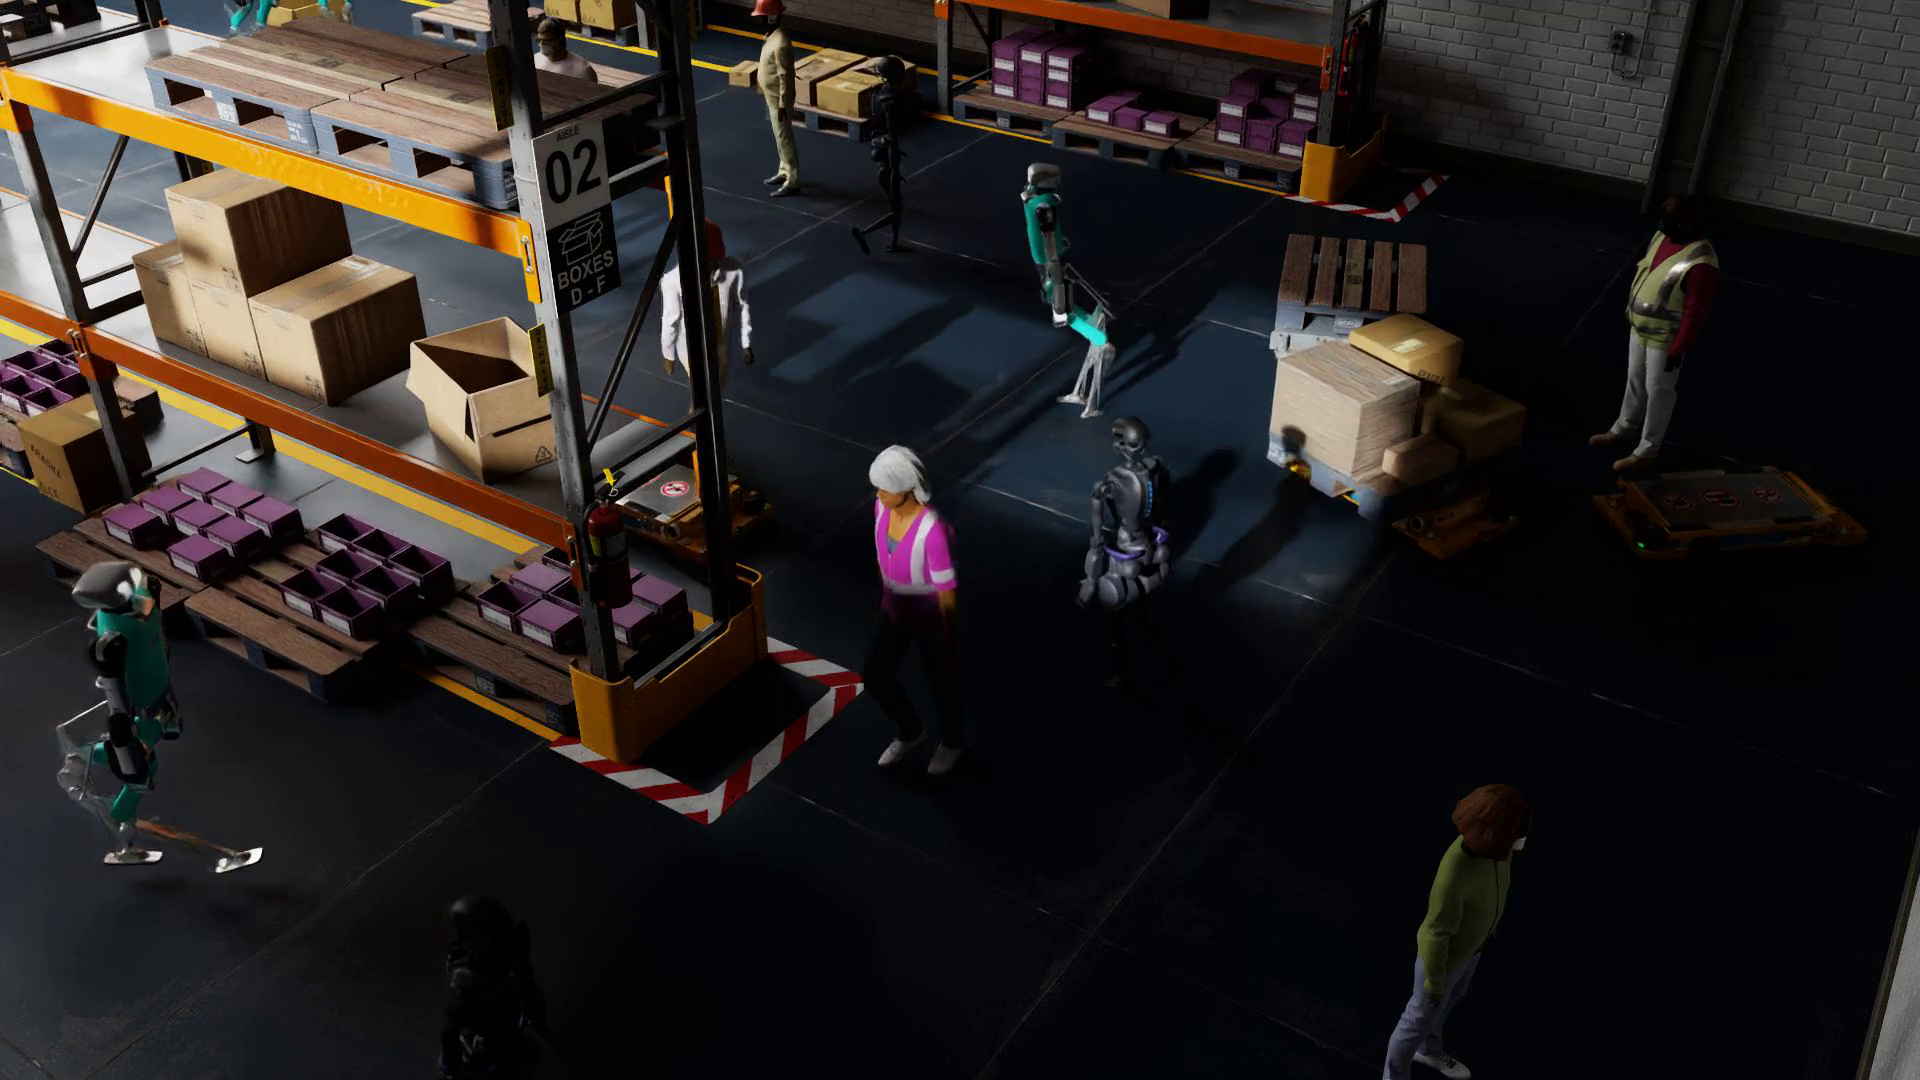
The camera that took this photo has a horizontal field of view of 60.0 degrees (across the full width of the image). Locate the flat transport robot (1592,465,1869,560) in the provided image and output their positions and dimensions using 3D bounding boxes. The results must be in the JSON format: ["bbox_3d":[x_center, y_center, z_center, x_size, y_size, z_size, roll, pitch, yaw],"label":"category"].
[{"bbox_3d":[4.684,-0.167,10.130,1.431,0.231,0.659,-4,33,-6],"label":"flat transport robot"}]

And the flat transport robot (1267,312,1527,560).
[{"bbox_3d":[2.720,-0.364,10.432,0.659,0.231,1.431,-21,38,-28],"label":"flat transport robot"}]

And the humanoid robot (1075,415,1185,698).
[{"bbox_3d":[0.909,0.156,8.356,0.613,1.642,0.486,-26,41,-34],"label":"humanoid robot"}]

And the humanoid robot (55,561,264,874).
[{"bbox_3d":[-3.669,0.852,7.205,1.004,1.724,0.545,-2,33,-3],"label":"humanoid robot"}]

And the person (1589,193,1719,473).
[{"bbox_3d":[4.374,-1.293,10.424,0.431,1.838,0.622,-3,33,-5],"label":"person"}]

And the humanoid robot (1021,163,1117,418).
[{"bbox_3d":[0.794,-1.650,11.086,0.802,1.791,0.535,-5,33,-8],"label":"humanoid robot"}]

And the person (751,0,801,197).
[{"bbox_3d":[-1.599,-3.863,14.448,0.341,1.748,0.571,-8,34,-12],"label":"person"}]

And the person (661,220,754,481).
[{"bbox_3d":[-1.629,-1.260,10.483,0.560,1.710,0.735,-26,41,-34],"label":"person"}]

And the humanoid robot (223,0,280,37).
[{"bbox_3d":[-7.380,-5.617,17.239,0.789,1.885,0.531,21,39,29],"label":"humanoid robot"}]

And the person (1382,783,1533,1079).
[{"bbox_3d":[1.874,1.541,6.261,0.285,1.626,0.495,25,41,33],"label":"person"}]

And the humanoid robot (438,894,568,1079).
[{"bbox_3d":[-1.678,1.835,5.771,0.627,1.634,0.612,8,34,12],"label":"humanoid robot"}]

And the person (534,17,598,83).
[{"bbox_3d":[-3.127,-3.180,13.232,0.629,1.939,0.371,12,35,18],"label":"person"}]

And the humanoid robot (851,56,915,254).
[{"bbox_3d":[-0.628,-3.063,13.298,0.479,1.645,0.605,-2,33,-3],"label":"humanoid robot"}]

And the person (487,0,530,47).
[{"bbox_3d":[-4.045,-4.375,15.056,0.488,1.952,0.418,28,42,35],"label":"person"}]

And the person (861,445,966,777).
[{"bbox_3d":[-0.218,0.360,7.892,0.575,1.818,0.664,-28,42,-36],"label":"person"}]

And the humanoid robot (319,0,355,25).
[{"bbox_3d":[-6.738,-6.032,17.894,0.757,1.870,0.535,27,41,34],"label":"humanoid robot"}]

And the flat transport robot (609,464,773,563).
[{"bbox_3d":[-1.922,-0.288,10.316,1.431,0.231,0.659,20,38,28],"label":"flat transport robot"}]
